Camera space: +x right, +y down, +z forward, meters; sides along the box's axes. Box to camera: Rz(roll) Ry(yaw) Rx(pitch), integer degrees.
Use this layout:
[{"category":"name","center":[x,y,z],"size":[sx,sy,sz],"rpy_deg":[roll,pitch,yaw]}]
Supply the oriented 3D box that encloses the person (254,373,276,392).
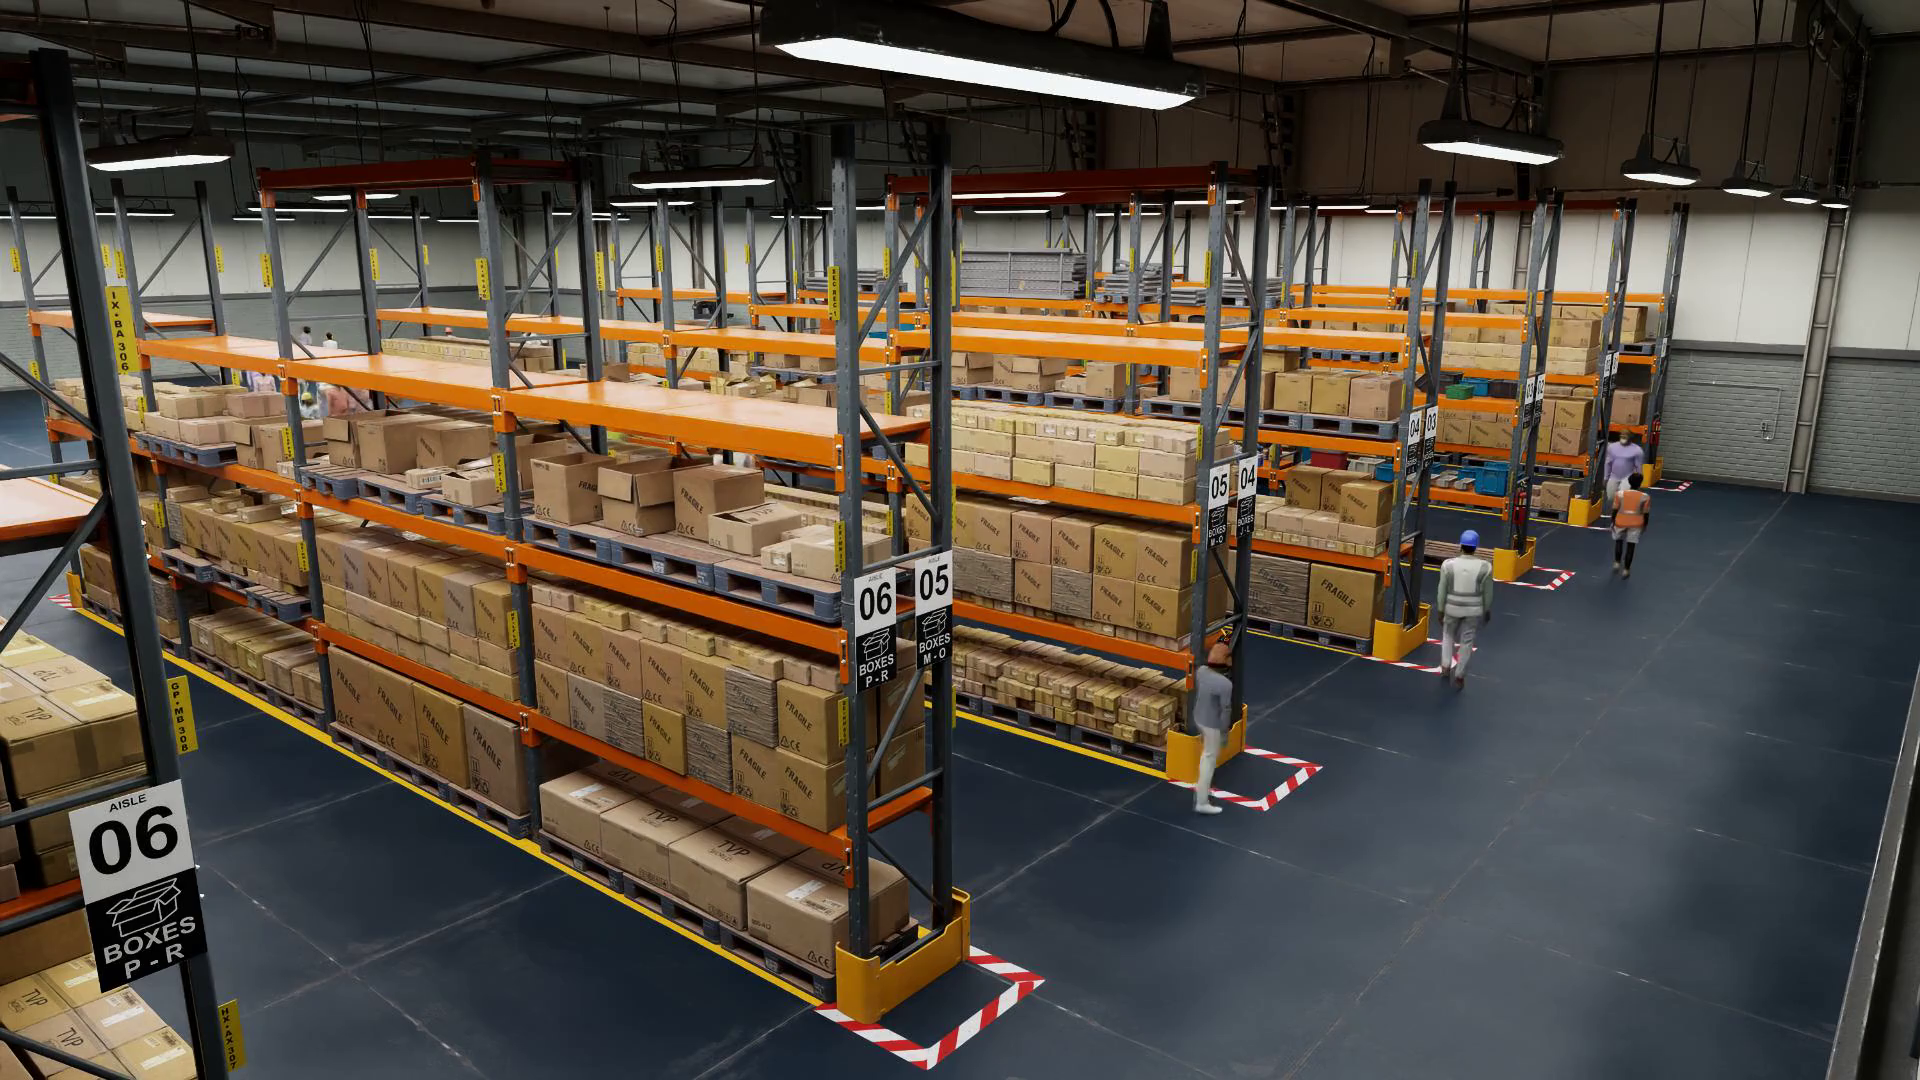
[{"category":"person","center":[-19.664,-4.062,35.670],"size":[0.541,1.764,0.360],"rpy_deg":[-6,15,-22]}]

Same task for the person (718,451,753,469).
[{"category":"person","center":[-3.945,-0.903,22.198],"size":[0.621,1.986,1.047],"rpy_deg":[-3,14,-12]}]

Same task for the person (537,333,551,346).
[{"category":"person","center":[-15.727,-7.014,47.672],"size":[0.515,1.828,0.627],"rpy_deg":[-8,16,-29]}]

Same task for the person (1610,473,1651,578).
[{"category":"person","center":[10.749,-0.258,20.198],"size":[0.550,1.671,0.655],"rpy_deg":[8,16,31]}]

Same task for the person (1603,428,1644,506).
[{"category":"person","center":[12.290,-1.134,23.301],"size":[0.595,1.922,0.672],"rpy_deg":[-11,18,-39]}]

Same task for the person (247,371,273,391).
[{"category":"person","center":[-21.492,-4.852,38.720],"size":[0.673,1.855,0.988],"rpy_deg":[-5,14,-19]}]

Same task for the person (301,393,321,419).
[{"category":"person","center":[-15.534,-2.689,30.162],"size":[0.503,1.695,0.917],"rpy_deg":[4,14,18]}]

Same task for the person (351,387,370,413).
[{"category":"person","center":[-16.215,-3.688,33.940],"size":[0.883,1.860,0.698],"rpy_deg":[0,14,0]}]

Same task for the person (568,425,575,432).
[{"category":"person","center":[-10.129,-3.581,33.514],"size":[1.011,1.865,0.657],"rpy_deg":[3,14,10]}]

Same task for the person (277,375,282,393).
[{"category":"person","center":[-21.489,-5.209,40.044],"size":[0.386,1.922,0.594],"rpy_deg":[-1,14,-5]}]

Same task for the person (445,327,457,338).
[{"category":"person","center":[-19.486,-7.167,48.114],"size":[0.577,1.911,0.751],"rpy_deg":[-8,16,-30]}]

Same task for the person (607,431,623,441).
[{"category":"person","center":[-7.120,-1.580,25.354],"size":[0.872,1.803,0.636],"rpy_deg":[11,17,37]}]

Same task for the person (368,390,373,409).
[{"category":"person","center":[-16.235,-3.953,34.735],"size":[0.624,1.990,0.397],"rpy_deg":[-10,17,-36]}]

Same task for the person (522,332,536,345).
[{"category":"person","center":[-16.888,-7.479,49.393],"size":[0.605,1.925,0.450],"rpy_deg":[1,14,6]}]

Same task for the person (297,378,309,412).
[{"category":"person","center":[-20.500,-4.916,39.075],"size":[0.540,1.829,0.966],"rpy_deg":[-5,14,-19]}]

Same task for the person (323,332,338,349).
[{"category":"person","center":[-23.048,-6.687,46.232],"size":[0.513,1.876,0.328],"rpy_deg":[-2,14,-10]}]

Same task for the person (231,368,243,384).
[{"category":"person","center":[-22.754,-5.041,39.406],"size":[0.550,1.907,0.842],"rpy_deg":[-3,14,-14]}]

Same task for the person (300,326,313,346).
[{"category":"person","center":[-25.979,-7.609,50.190],"size":[0.790,1.802,0.648],"rpy_deg":[-1,14,-2]}]

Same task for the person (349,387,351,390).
[{"category":"person","center":[-17.891,-4.582,37.475],"size":[0.459,1.945,0.553],"rpy_deg":[13,18,42]}]

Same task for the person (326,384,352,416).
[{"category":"person","center":[-15.558,-3.184,31.598],"size":[0.474,1.982,0.615],"rpy_deg":[7,15,25]}]

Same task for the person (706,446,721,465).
[{"category":"person","center":[-4.285,-0.856,22.291],"size":[0.613,1.851,0.585],"rpy_deg":[-12,18,-41]}]

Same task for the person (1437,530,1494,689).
[{"category":"person","center":[6.102,0.822,15.230],"size":[0.616,1.929,0.516],"rpy_deg":[7,15,25]}]

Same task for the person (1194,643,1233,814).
[{"category":"person","center":[2.380,1.765,12.000],"size":[0.495,1.614,0.530],"rpy_deg":[-7,15,-26]}]

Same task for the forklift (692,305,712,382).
[{"category":"forklift","center":[-9.511,-7.392,47.124],"size":[1.873,2.768,1.129],"rpy_deg":[11,17,38]}]

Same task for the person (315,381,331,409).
[{"category":"person","center":[-19.319,-4.587,38.129],"size":[0.814,1.607,0.511],"rpy_deg":[8,16,31]}]

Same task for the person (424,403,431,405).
[{"category":"person","center":[-16.903,-5.132,40.000],"size":[0.636,1.794,0.955],"rpy_deg":[3,14,11]}]
